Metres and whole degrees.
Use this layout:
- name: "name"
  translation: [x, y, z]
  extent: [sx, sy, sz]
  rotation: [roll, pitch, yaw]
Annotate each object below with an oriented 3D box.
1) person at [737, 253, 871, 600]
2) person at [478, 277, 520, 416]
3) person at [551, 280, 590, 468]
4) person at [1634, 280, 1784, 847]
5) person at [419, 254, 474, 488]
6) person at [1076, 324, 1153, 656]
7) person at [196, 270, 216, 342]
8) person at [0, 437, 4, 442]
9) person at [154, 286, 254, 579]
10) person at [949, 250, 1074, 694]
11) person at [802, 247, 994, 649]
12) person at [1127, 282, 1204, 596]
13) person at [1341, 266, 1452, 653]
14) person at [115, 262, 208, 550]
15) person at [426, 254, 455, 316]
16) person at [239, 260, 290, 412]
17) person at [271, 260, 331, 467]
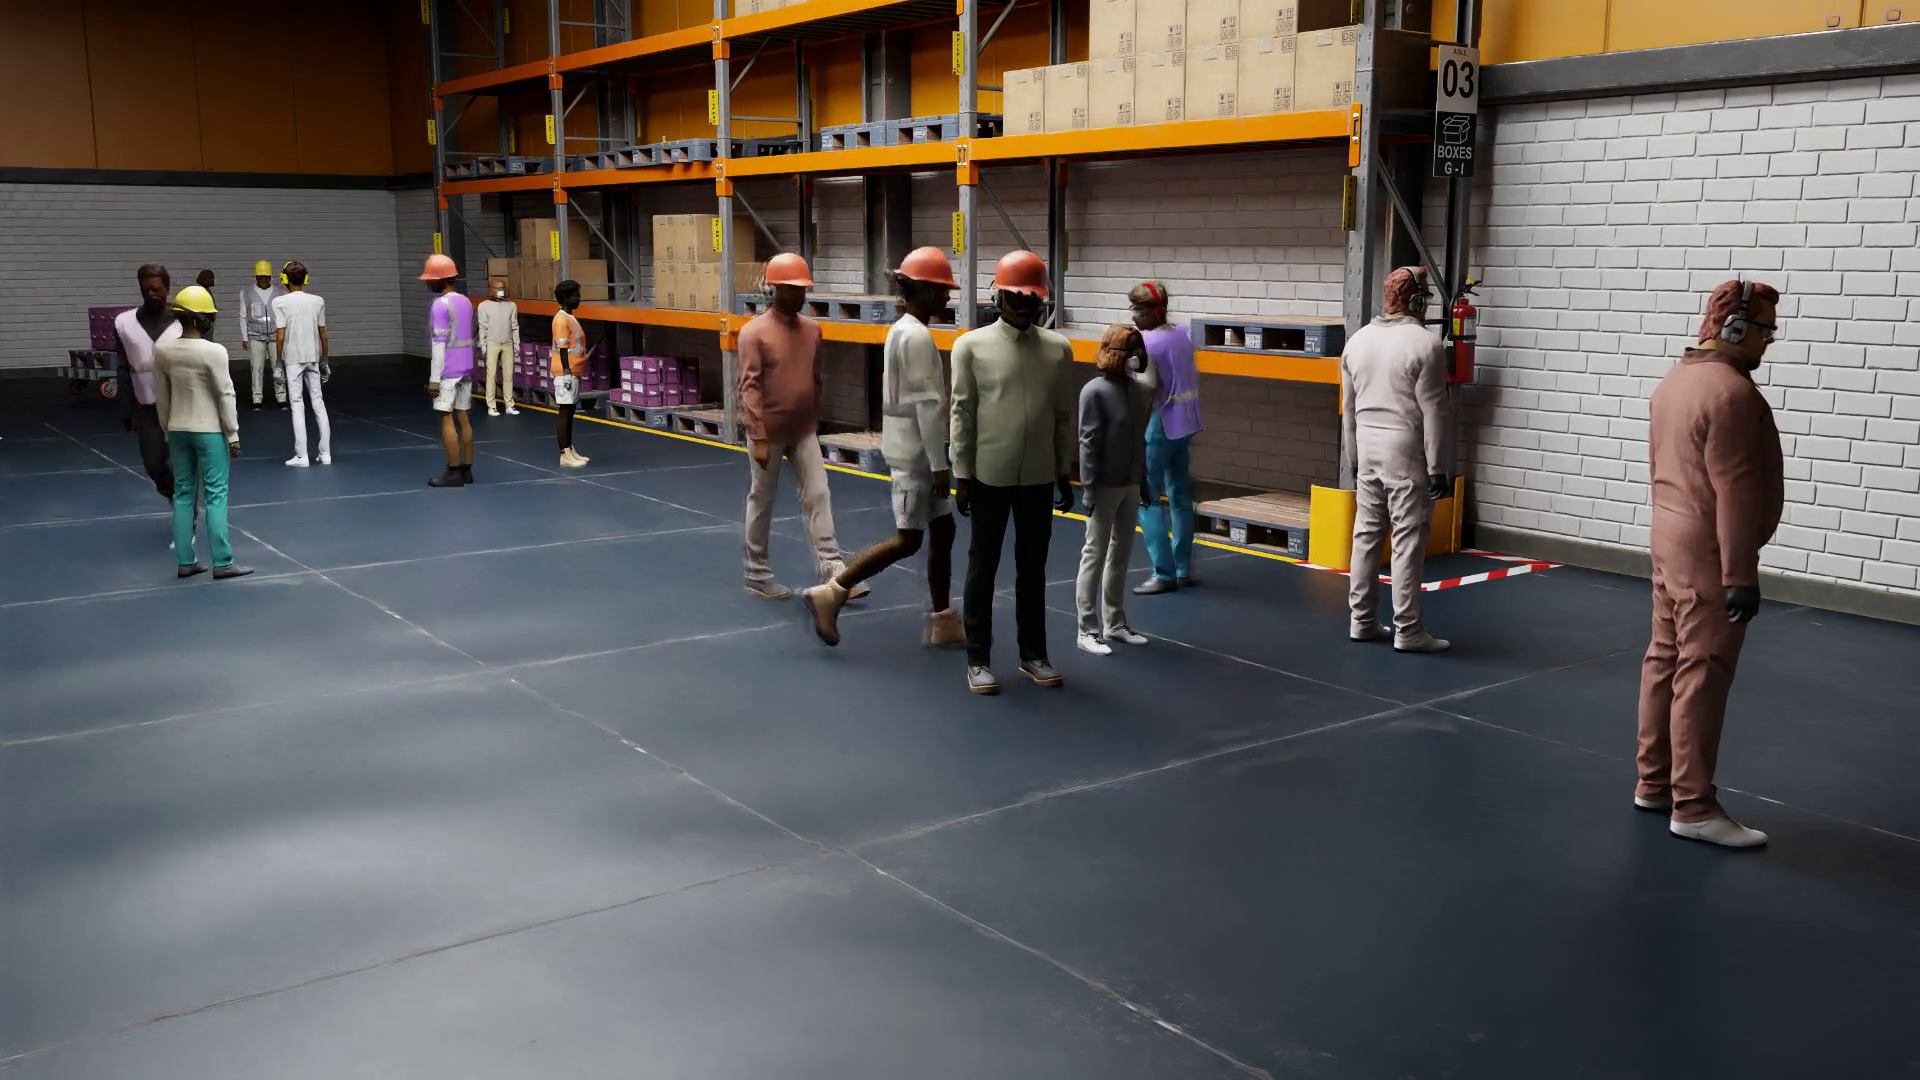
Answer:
- name: "person"
  translation: [-0.889, -0.593, 9.231]
  extent: [0.931, 1.956, 0.658]
  rotation: [10, 14, 43]
- name: "person"
  translation: [-5.420, -2.272, 19.582]
  extent: [0.497, 1.625, 0.280]
  rotation: [-8, 13, -38]
- name: "person"
  translation: [-3.543, -1.507, 15.090]
  extent: [0.319, 1.698, 0.532]
  rotation: [-1, 10, -5]
- name: "person"
  translation: [2.578, 0.072, 5.687]
  extent: [0.402, 1.901, 0.638]
  rotation: [1, 10, 3]
- name: "person"
  translation: [-4.246, -1.396, 13.870]
  extent: [0.352, 1.916, 0.583]
  rotation: [2, 10, 13]
- name: "person"
  translation: [0.774, -0.255, 8.257]
  extent: [0.268, 1.632, 0.507]
  rotation: [9, 14, 42]
- name: "person"
  translation: [-11.245, -3.218, 24.872]
  extent: [0.288, 1.627, 0.502]
  rotation: [-5, 11, -24]
- name: "person"
  translation: [-10.327, -1.918, 17.019]
  extent: [1.025, 1.856, 0.632]
  rotation: [5, 11, 26]
- name: "person"
  translation: [-4.591, -0.645, 10.072]
  extent: [0.532, 1.767, 0.328]
  rotation: [3, 11, 16]
- name: "person"
  translation: [0.245, -0.305, 7.536]
  extent: [0.609, 1.992, 0.383]
  rotation: [-4, 11, -23]
- name: "person"
  translation: [-0.304, -0.426, 8.173]
  extent: [0.876, 2.012, 0.620]
  rotation: [-1, 10, -3]
- name: "person"
  translation: [1.230, -0.582, 9.643]
  extent: [0.383, 1.807, 0.734]
  rotation: [7, 13, 36]
- name: "person"
  translation: [2.198, -0.399, 8.295]
  extent: [0.406, 1.910, 0.639]
  rotation: [-6, 12, -32]
- name: "person"
  translation: [-5.297, -0.909, 11.183]
  extent: [0.617, 1.902, 0.634]
  rotation: [-1, 10, -8]
- name: "person"
  translation: [-7.408, -3.185, 23.858]
  extent: [0.589, 1.923, 0.384]
  rotation: [9, 14, 42]
- name: "person"
  translation: [-8.378, -2.463, 20.090]
  extent: [0.586, 1.825, 0.403]
  rotation: [-5, 11, -27]
- name: "person"
  translation: [-5.989, -1.597, 15.119]
  extent: [0.309, 1.868, 0.535]
  rotation: [9, 13, 40]
